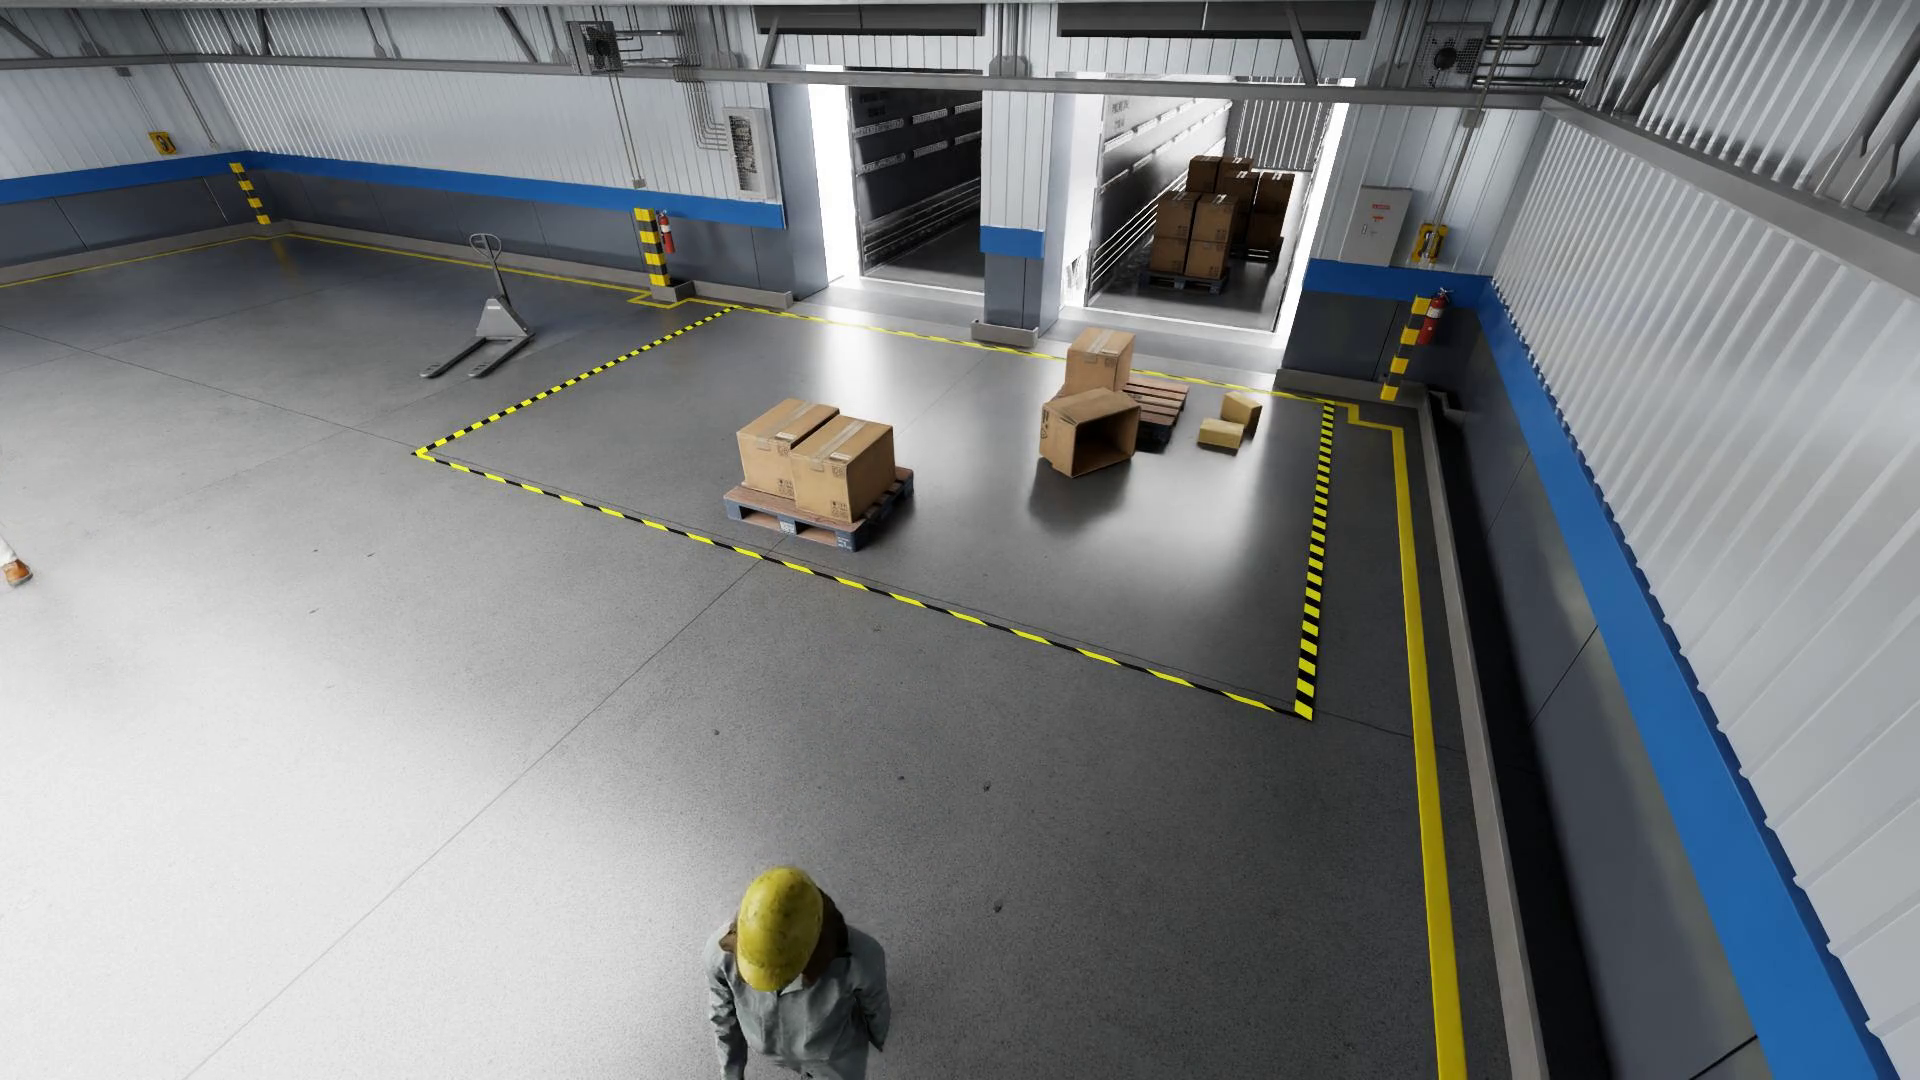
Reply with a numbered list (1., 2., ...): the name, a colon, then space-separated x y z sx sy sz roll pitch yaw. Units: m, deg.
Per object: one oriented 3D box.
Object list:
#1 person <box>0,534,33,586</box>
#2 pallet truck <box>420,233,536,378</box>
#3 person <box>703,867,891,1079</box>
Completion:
1. person: -6.877 -0.463 4.660 0.613 1.945 0.402 -27 44 -33
2. pallet truck: -5.664 -2.712 8.427 0.680 1.201 1.601 0 35 -1
3. person: -0.435 1.437 2.203 0.486 1.699 0.885 5 36 7
